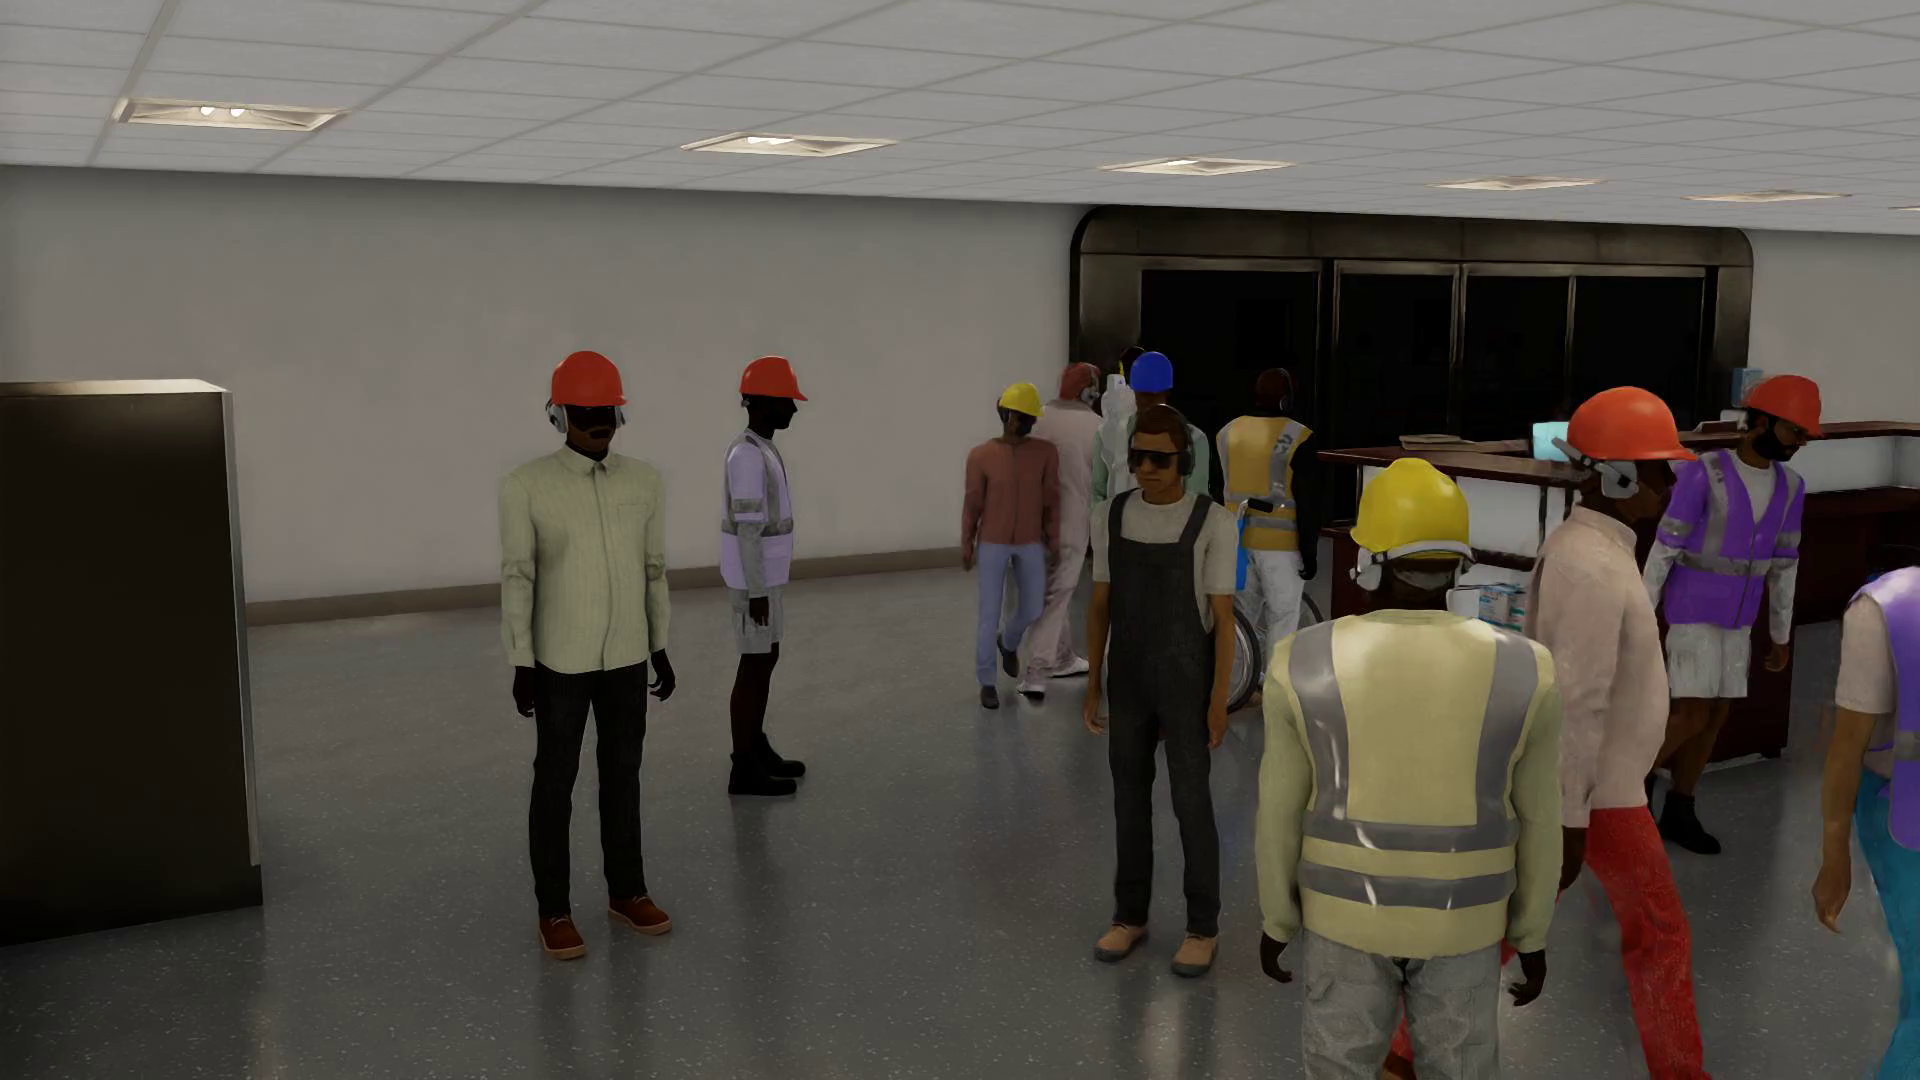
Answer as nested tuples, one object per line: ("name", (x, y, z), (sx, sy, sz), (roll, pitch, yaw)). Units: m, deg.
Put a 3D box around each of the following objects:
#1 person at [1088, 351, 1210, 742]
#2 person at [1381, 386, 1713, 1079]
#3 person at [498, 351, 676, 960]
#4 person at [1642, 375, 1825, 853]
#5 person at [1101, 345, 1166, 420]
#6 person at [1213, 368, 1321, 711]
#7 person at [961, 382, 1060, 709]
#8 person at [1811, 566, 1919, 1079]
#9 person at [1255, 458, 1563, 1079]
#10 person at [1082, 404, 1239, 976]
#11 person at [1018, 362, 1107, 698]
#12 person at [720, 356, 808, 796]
("person", (0.922, 0.043, 8.163), (0.634, 1.924, 0.448), (3, 8, 22))
("person", (1.558, 0.586, 4.191), (1.017, 1.954, 0.615), (1, 8, 11))
("person", (-1.230, 0.370, 5.561), (0.612, 1.995, 0.376), (-7, 10, -41))
("person", (2.948, 0.307, 6.418), (0.591, 1.885, 0.596), (-3, 8, -18))
("person", (1.284, -0.497, 12.278), (0.521, 1.874, 0.328), (2, 8, 14))
("person", (1.612, 0.019, 8.709), (0.431, 1.835, 0.647), (-7, 11, -43))
("person", (0.255, 0.004, 9.071), (0.553, 1.748, 0.549), (-2, 8, -14))
("person", (2.222, 0.705, 3.722), (0.605, 1.828, 0.490), (-2, 8, -17))
("person", (0.903, 0.750, 3.391), (0.599, 1.834, 0.404), (1, 8, 10))
("person", (0.643, 0.477, 5.382), (0.505, 1.837, 0.345), (5, 9, 32))
("person", (0.545, -0.069, 9.317), (0.667, 1.845, 0.842), (5, 10, 35))
("person", (-0.859, 0.155, 7.373), (0.389, 1.928, 0.550), (0, 8, 2))
